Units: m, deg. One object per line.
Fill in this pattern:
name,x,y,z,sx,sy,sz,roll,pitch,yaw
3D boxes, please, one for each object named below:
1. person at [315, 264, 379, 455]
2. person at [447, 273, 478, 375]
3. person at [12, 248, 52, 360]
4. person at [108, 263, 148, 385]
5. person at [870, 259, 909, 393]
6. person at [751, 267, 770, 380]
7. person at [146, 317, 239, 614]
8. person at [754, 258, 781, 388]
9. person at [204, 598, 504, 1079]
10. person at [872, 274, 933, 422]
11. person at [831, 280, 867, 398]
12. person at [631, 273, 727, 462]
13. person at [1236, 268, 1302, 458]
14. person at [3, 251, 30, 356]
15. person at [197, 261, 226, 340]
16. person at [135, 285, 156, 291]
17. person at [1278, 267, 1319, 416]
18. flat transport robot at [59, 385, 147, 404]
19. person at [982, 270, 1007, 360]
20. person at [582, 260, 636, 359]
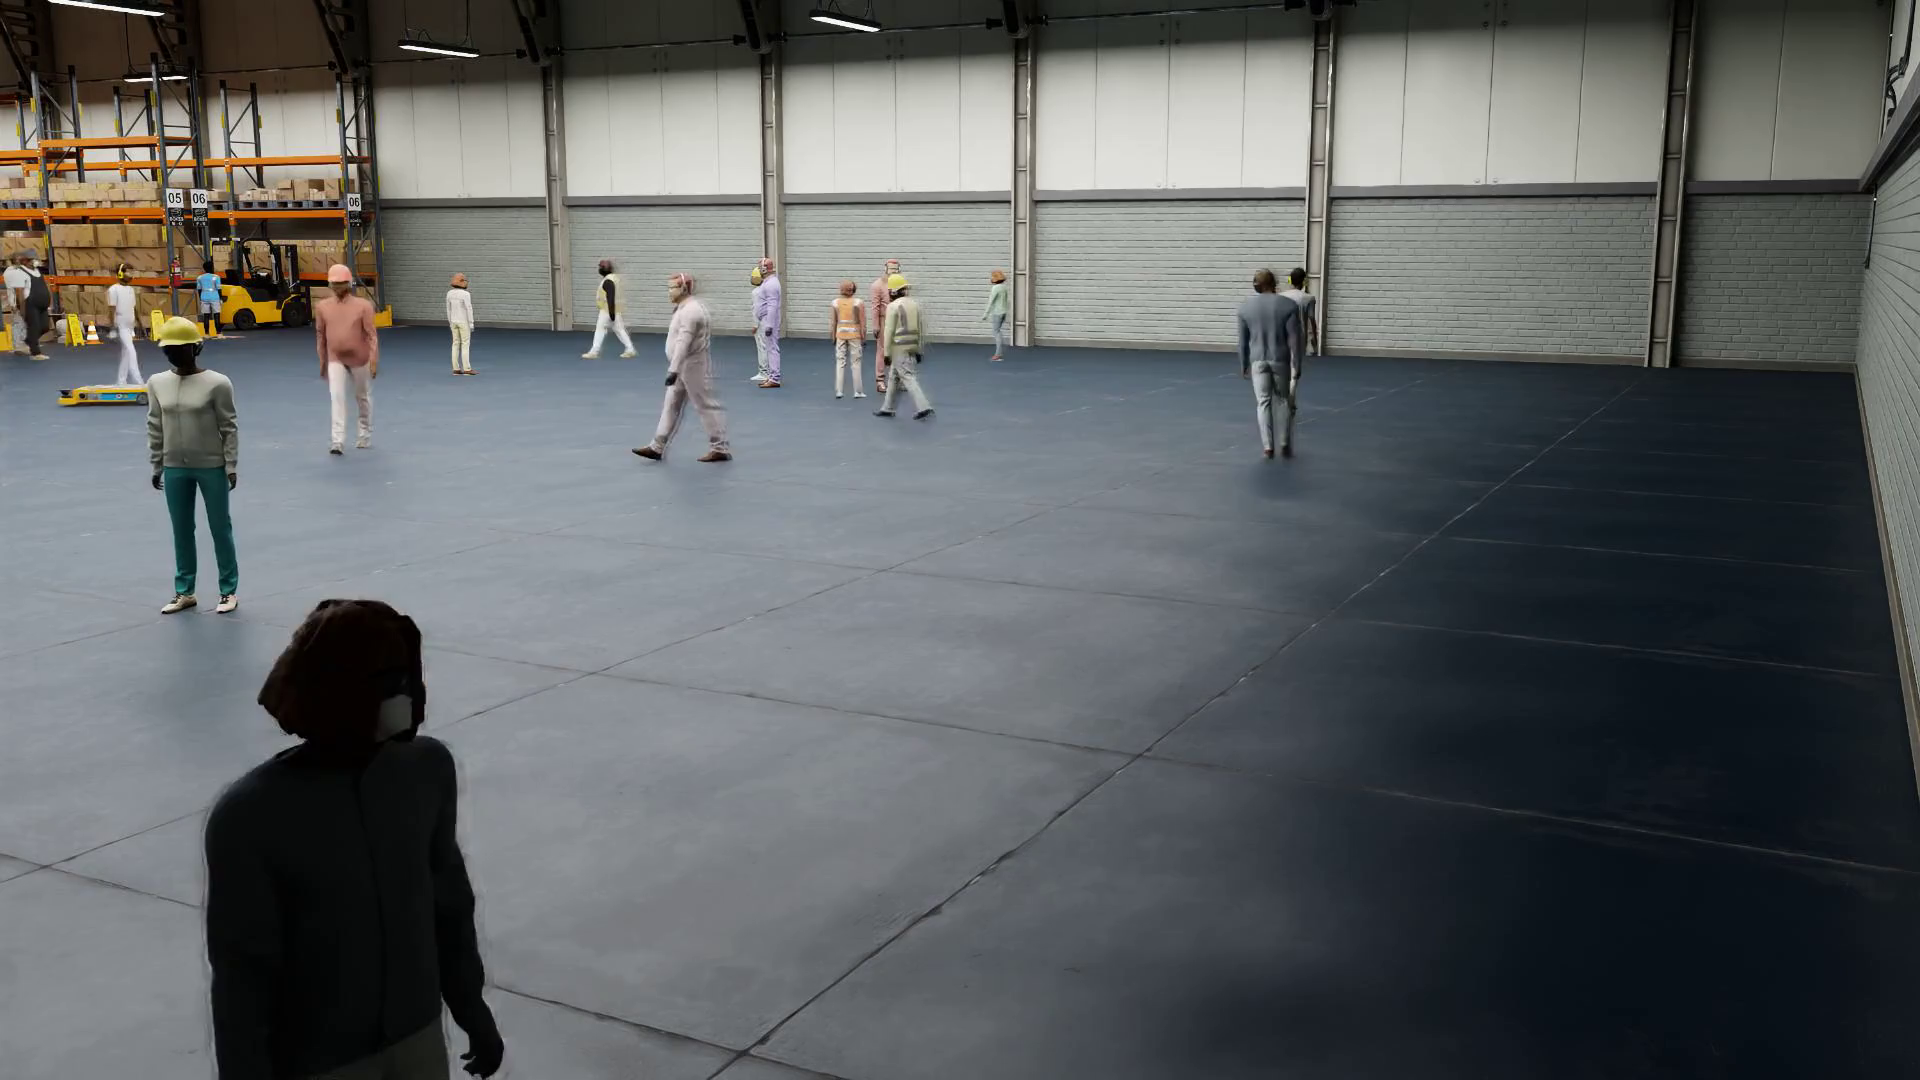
person,-6.349,-1.872,17.236,0.637,1.940,1.014,-1,10,-7
person,-8.016,-3.462,26.732,0.508,1.632,0.271,6,12,28
person,-16.673,-4.245,29.890,0.601,2.000,0.698,0,10,2
person,-11.577,-2.947,23.338,0.751,1.844,0.563,1,10,3
person,-0.967,-3.070,23.858,0.652,1.904,0.402,-8,13,-37
person,-3.105,-3.364,25.900,0.308,1.744,0.485,5,11,23
person,-4.539,-0.432,9.851,0.528,1.767,0.330,0,10,2
person,-2.839,-3.204,24.596,0.403,1.904,0.637,-1,10,-6
person,-1.056,0.909,2.937,0.284,1.633,0.537,7,13,34
person,-0.683,-2.325,20.153,0.932,1.783,0.600,6,12,28
person,-1.534,-2.751,22.936,0.534,1.645,0.510,3,11,16
person,-2.777,-1.683,16.413,0.982,1.863,0.664,-3,11,-18
person,3.122,-1.788,16.871,0.667,1.903,0.575,3,11,14
person,-17.546,-4.403,31.033,0.358,1.938,0.636,-1,10,-5
person,-16.107,-5.148,35.751,0.534,1.698,0.322,1,10,4
person,-19.181,-5.903,39.223,0.907,1.937,0.620,7,12,32
person,4.216,-2.471,20.759,0.544,1.833,0.848,5,12,27
flat transport robot,-11.167,-1.954,22.226,1.431,0.197,0.652,-2,11,-9
person,0.644,-4.033,29.867,0.366,1.626,0.516,4,11,23
person,-6.402,-4.208,30.357,0.952,1.802,0.619,-1,10,-5
